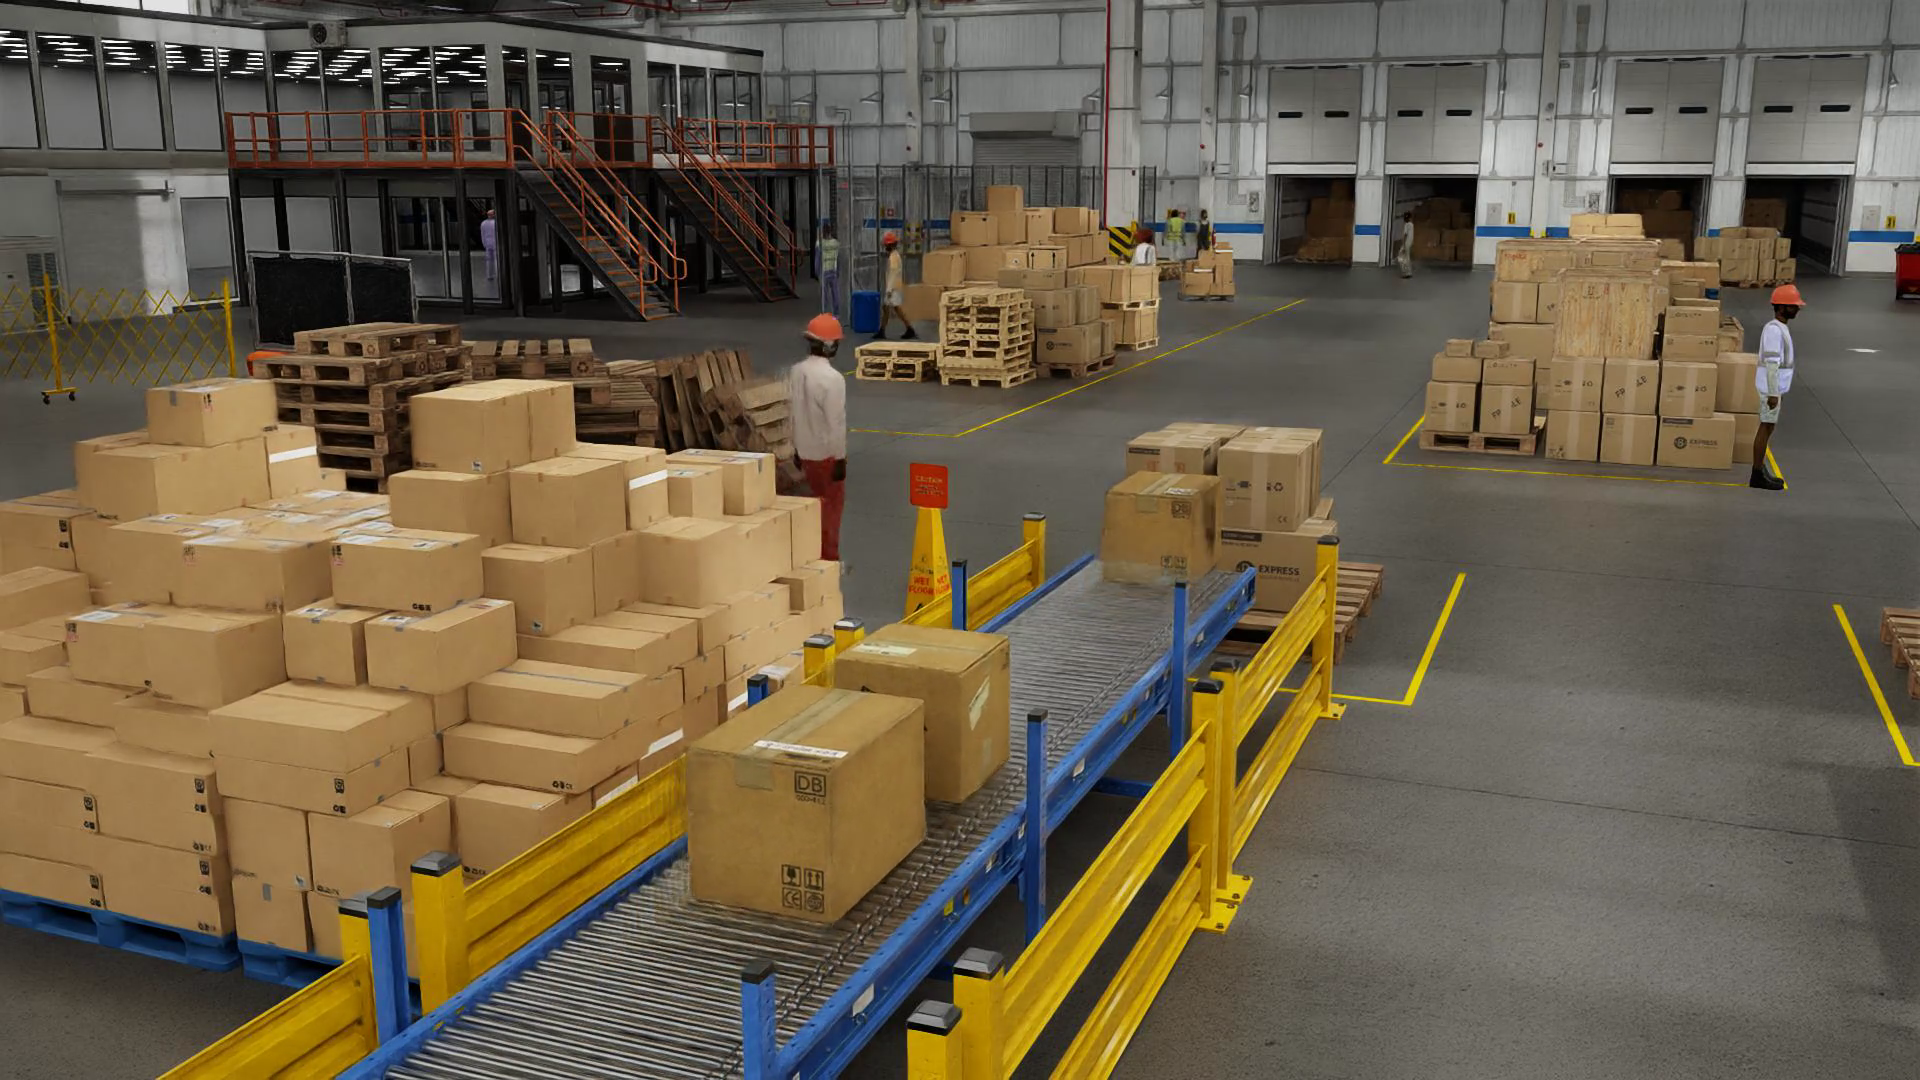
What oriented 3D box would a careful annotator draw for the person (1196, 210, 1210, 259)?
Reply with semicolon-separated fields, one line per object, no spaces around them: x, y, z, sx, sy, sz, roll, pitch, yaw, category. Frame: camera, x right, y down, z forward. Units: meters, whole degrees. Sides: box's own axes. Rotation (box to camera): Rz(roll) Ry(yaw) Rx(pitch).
7.297;-8.939;49.670;0.504;1.822;0.629;-5;14;-22;person

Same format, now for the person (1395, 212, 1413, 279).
12.373;-8.203;46.315;0.593;1.849;0.540;10;16;37;person

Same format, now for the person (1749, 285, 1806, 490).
7.771;-1.453;15.836;0.362;1.938;0.545;7;14;28;person

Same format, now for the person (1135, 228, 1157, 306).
3.635;-5.177;32.687;0.486;1.871;0.606;-8;15;-32;person

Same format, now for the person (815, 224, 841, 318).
-2.703;-5.497;34.049;0.587;1.911;0.393;-8;15;-32;person

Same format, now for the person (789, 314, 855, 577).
-1.050;-0.669;12.216;0.515;1.974;0.623;-10;16;-39;person

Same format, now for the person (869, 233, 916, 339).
-1.170;-4.506;29.686;0.867;1.918;0.559;-1;13;-5;person

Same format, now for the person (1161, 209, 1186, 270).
6.406;-9.014;50.018;0.746;1.813;0.575;-2;13;-11;person
